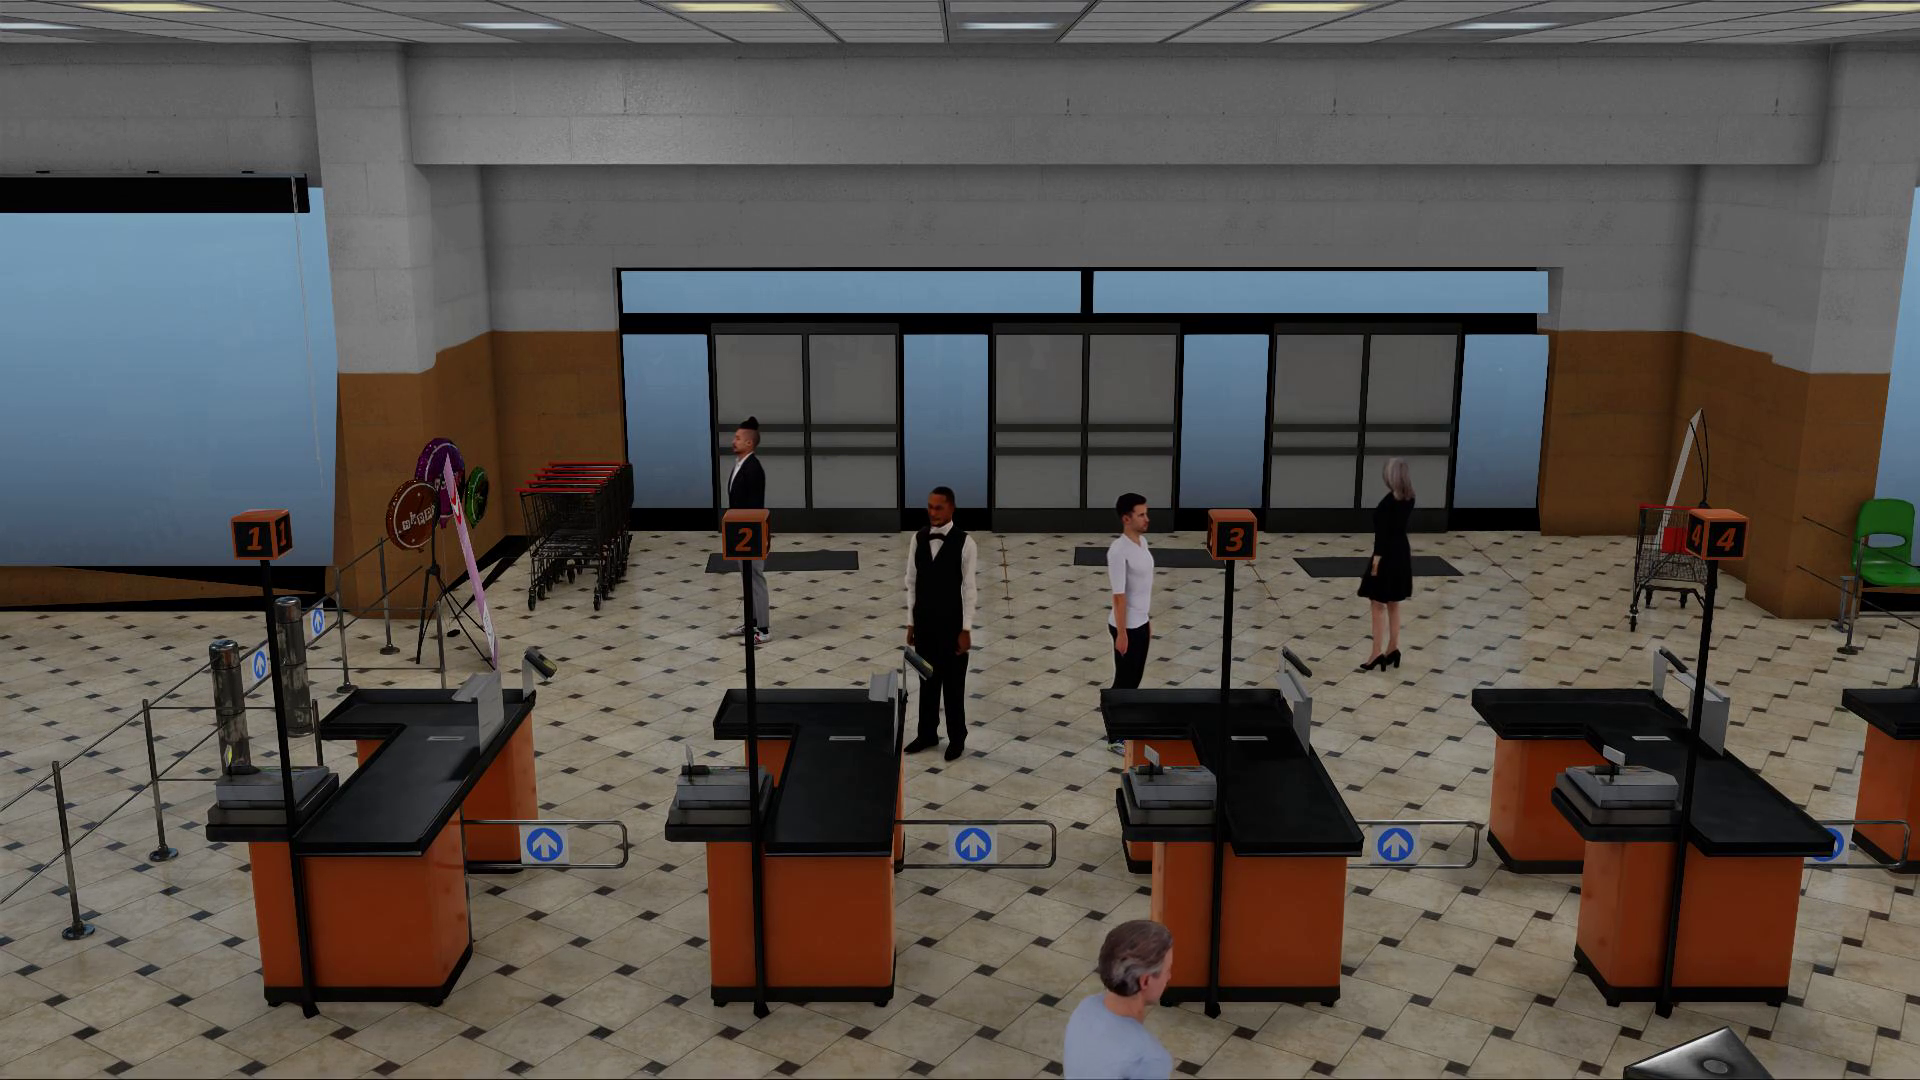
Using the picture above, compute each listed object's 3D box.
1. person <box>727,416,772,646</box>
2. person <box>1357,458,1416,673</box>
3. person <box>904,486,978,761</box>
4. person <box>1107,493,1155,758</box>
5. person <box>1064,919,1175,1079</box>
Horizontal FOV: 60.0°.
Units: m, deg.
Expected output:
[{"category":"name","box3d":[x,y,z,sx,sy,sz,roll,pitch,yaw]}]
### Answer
[{"category":"person","box3d":[-1.785,-0.088,14.174,0.847,1.948,0.687,-6,15,-22]},{"category":"person","box3d":[3.501,0.195,13.441,0.783,1.743,0.714,12,18,41]},{"category":"person","box3d":[-0.126,0.559,11.565,0.774,1.920,0.755,7,15,26]},{"category":"person","box3d":[1.191,0.575,11.643,0.819,1.851,0.670,7,15,26]},{"category":"person","box3d":[0.489,2.102,5.296,1.104,1.875,0.885,-4,14,-17]}]
